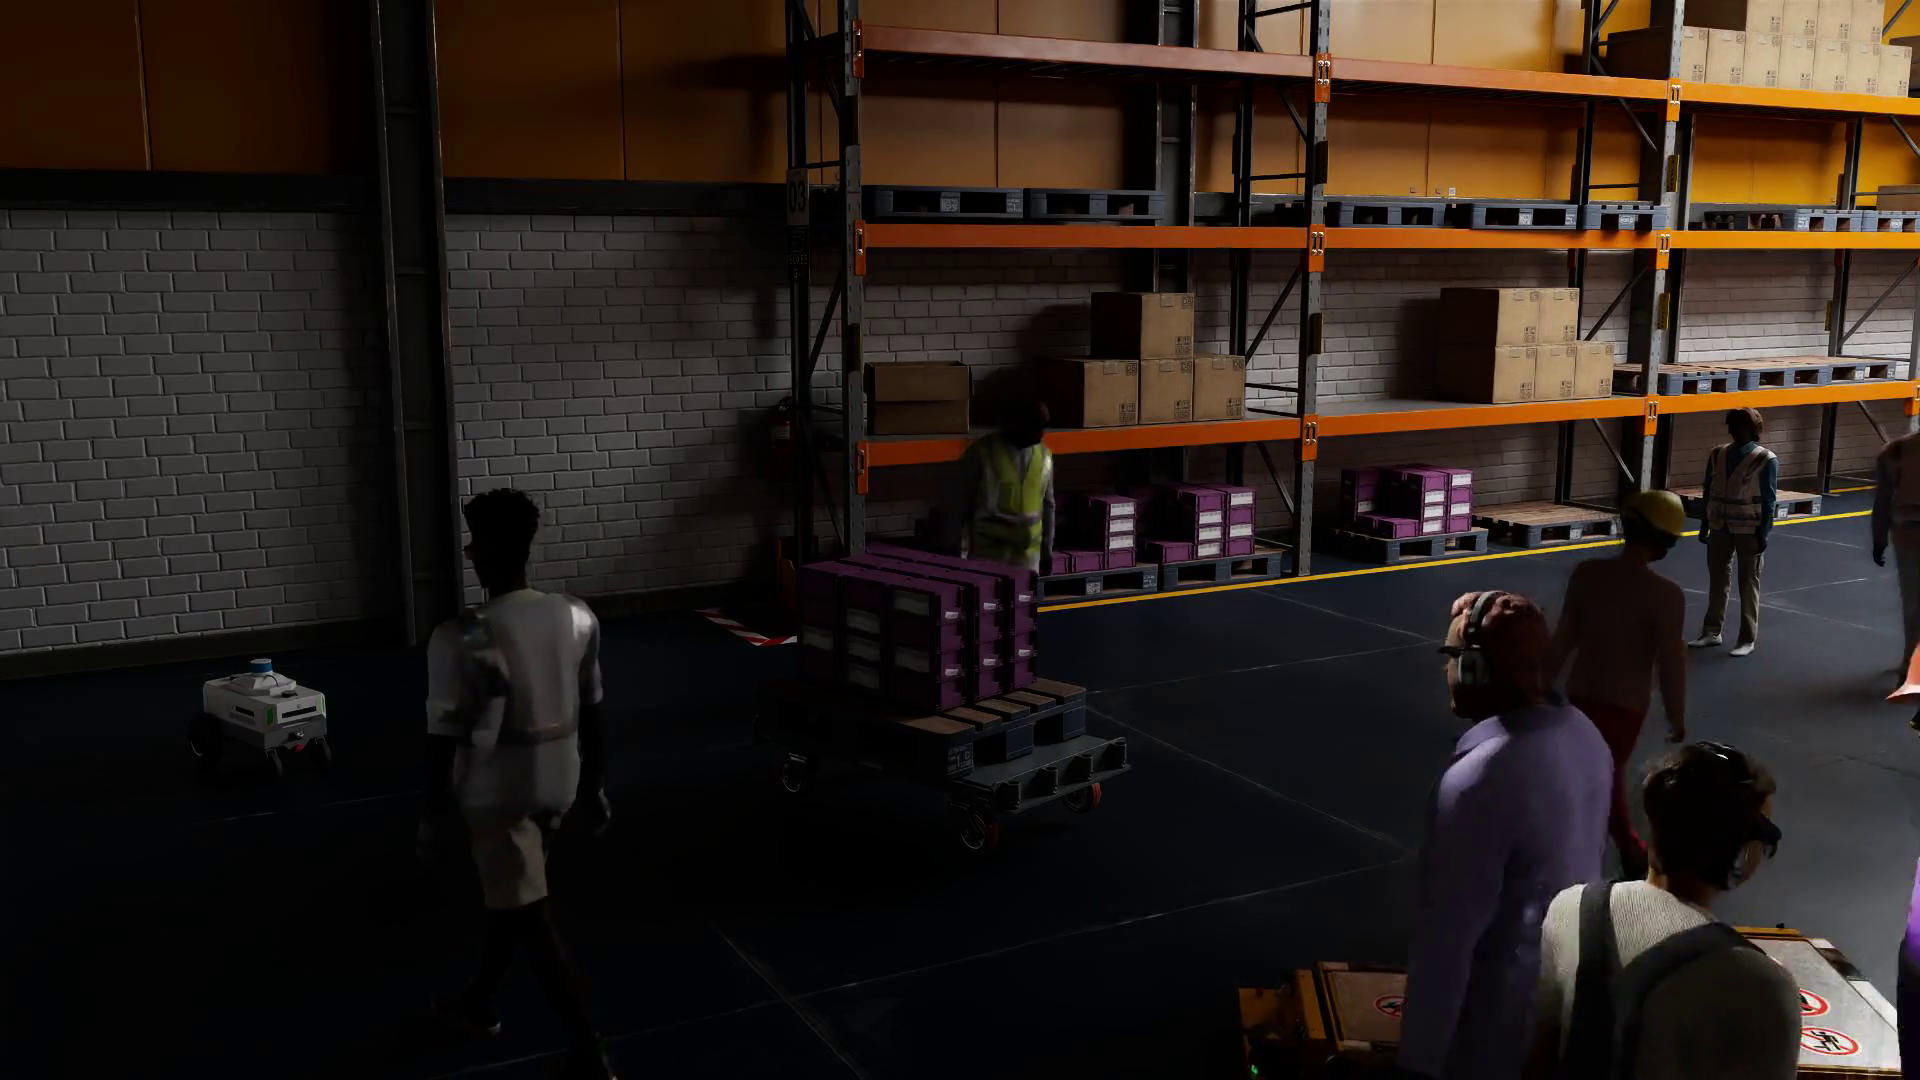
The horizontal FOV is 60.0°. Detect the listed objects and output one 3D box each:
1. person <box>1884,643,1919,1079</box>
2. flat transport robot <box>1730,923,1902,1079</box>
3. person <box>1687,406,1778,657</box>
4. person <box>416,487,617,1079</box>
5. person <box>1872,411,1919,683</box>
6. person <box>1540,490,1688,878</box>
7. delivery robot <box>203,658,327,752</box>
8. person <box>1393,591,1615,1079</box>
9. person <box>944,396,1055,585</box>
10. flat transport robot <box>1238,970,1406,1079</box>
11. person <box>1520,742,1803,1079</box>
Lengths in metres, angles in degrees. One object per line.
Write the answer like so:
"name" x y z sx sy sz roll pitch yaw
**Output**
"person" 2.159 1.108 3.439 0.559 1.903 0.554 5 11 25
"flat transport robot" 2.690 1.571 5.487 0.652 0.197 1.431 1 10 6
"person" 5.102 -0.062 10.943 0.307 1.645 0.520 -6 11 -29
"person" -1.422 0.785 5.299 0.988 1.918 0.619 7 12 34
"person" 5.971 -0.014 10.248 0.966 1.803 0.624 -8 13 -40
"person" 2.661 0.639 6.715 0.899 1.698 0.576 -5 11 -27
"delivery robot" -3.572 0.853 8.539 0.707 0.478 0.477 8 13 39
"person" 1.219 1.058 3.801 0.486 1.876 0.760 8 13 38
"person" 0.208 0.060 9.805 0.779 1.806 0.434 -4 11 -23
"flat transport robot" 1.633 1.598 5.336 1.431 0.197 0.652 1 10 6
"person" 1.245 1.241 3.030 1.002 1.796 0.506 -4 11 -23
